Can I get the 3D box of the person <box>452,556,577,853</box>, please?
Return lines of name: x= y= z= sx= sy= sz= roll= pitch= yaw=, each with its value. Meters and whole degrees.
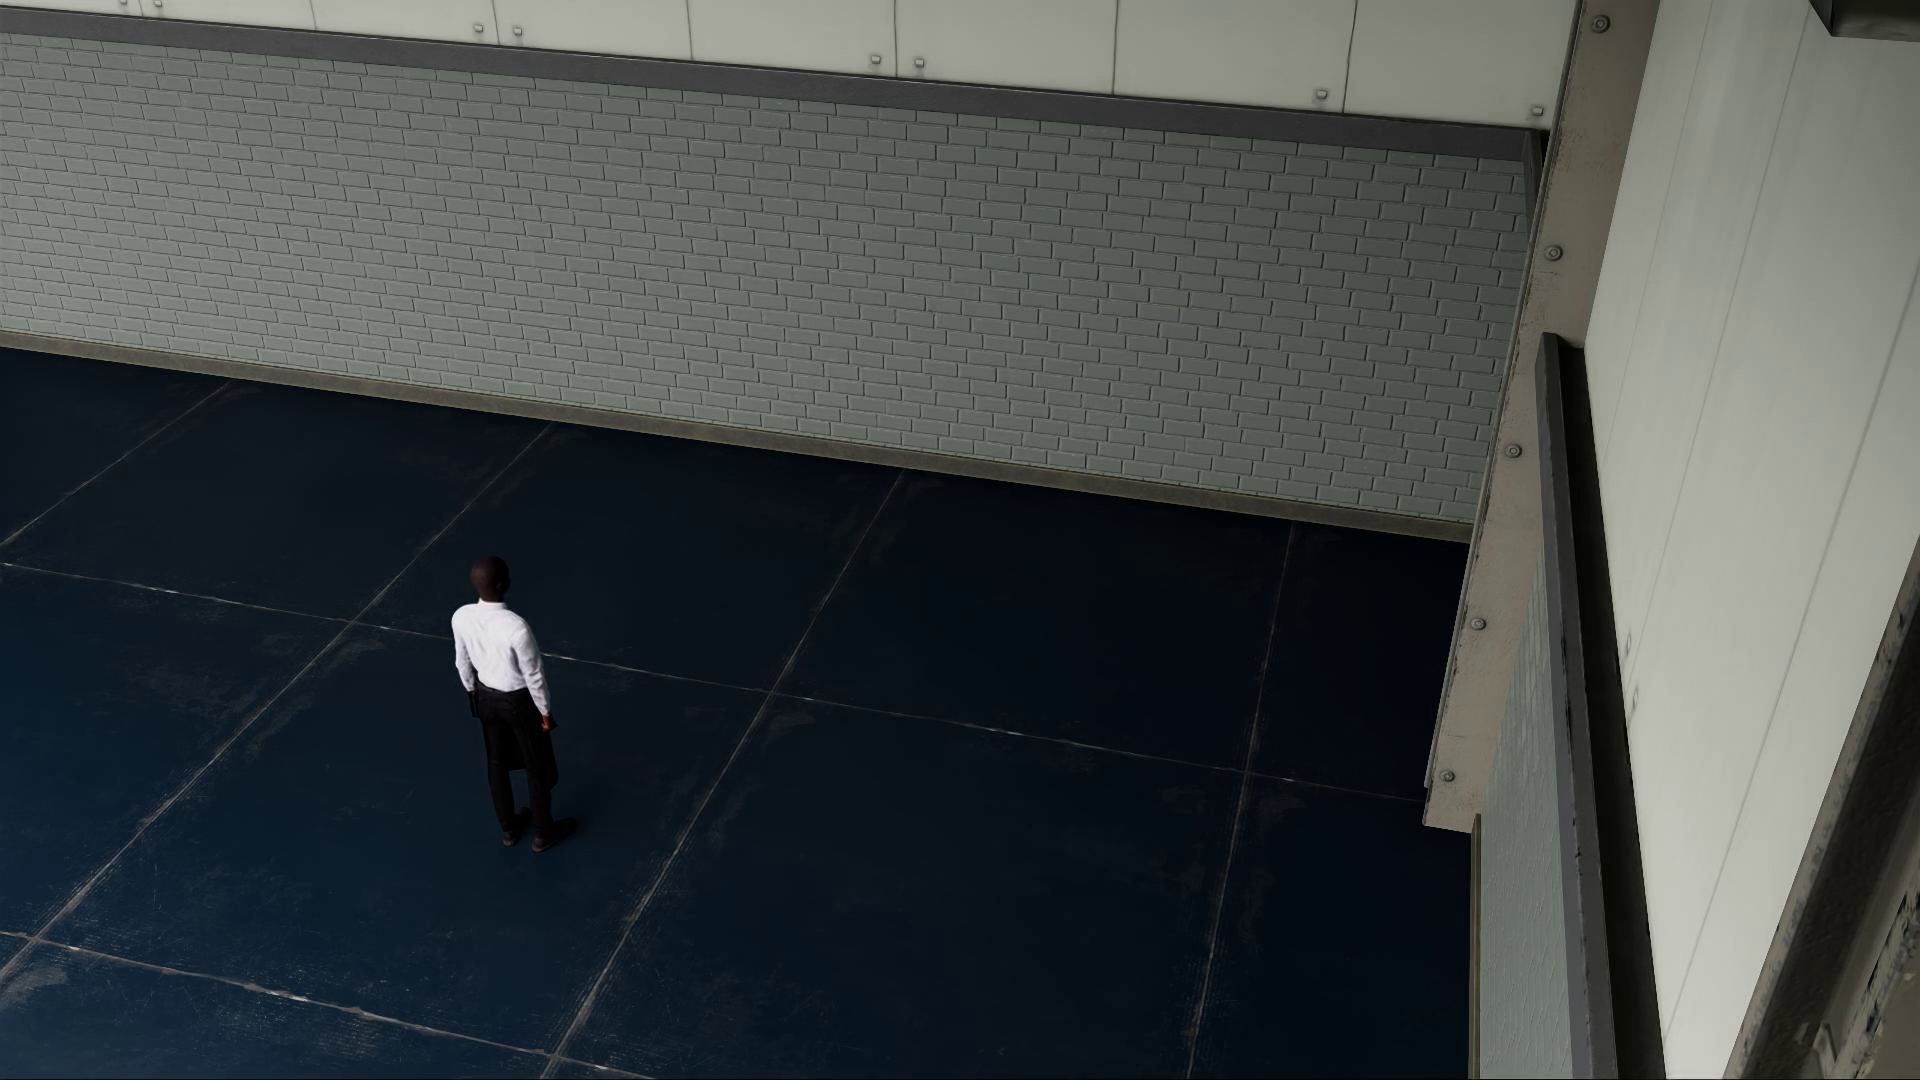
person: x=-2.426 y=0.888 z=8.938 sx=0.655 sy=1.835 sz=0.528 roll=10 pitch=34 yaw=15
